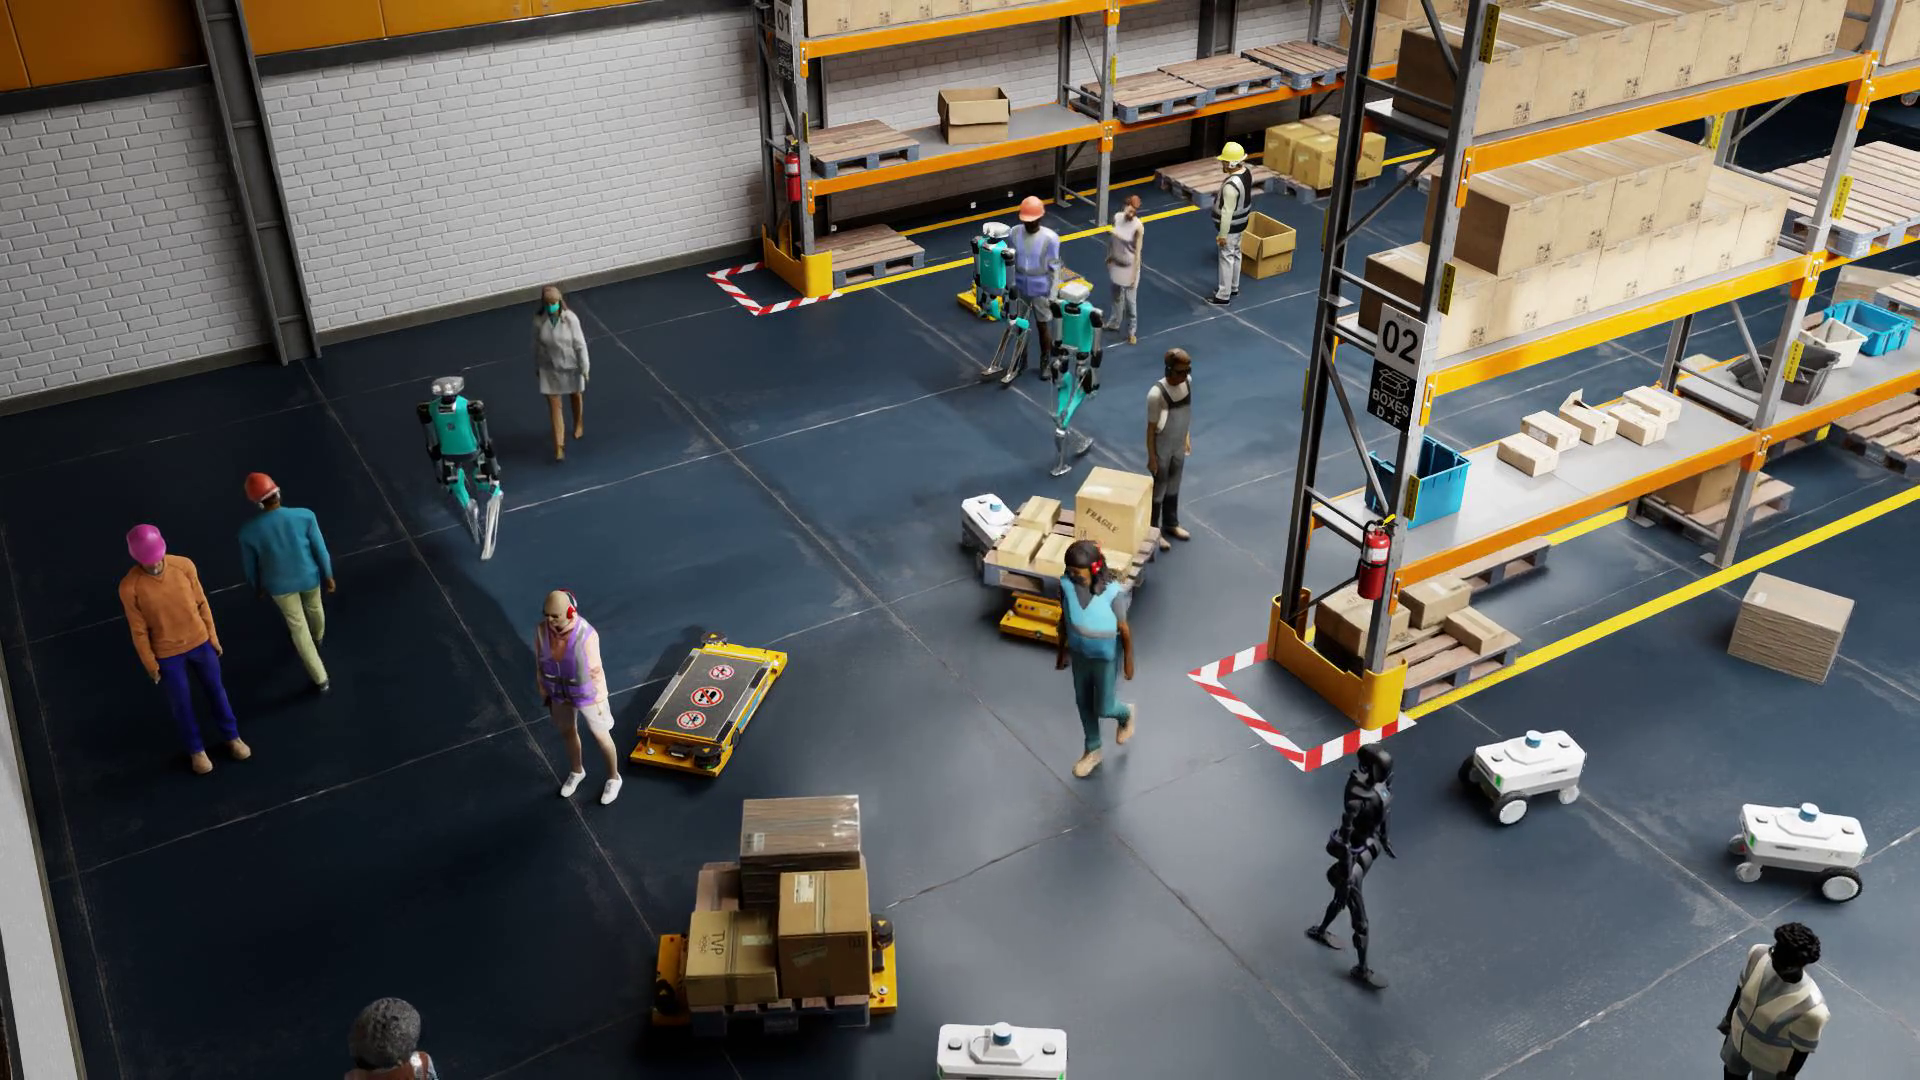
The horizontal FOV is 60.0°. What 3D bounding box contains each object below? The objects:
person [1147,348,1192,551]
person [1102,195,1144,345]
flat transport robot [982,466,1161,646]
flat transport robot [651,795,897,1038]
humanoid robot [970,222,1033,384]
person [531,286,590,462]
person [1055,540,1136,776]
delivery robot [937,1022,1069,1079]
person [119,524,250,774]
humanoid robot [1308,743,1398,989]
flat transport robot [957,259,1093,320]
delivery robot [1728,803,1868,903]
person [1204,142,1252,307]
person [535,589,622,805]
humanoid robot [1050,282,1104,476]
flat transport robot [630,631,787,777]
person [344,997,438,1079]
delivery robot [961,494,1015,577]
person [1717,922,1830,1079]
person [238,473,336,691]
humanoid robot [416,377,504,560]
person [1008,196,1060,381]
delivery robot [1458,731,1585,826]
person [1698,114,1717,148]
[{"bbox_3d":[1.740,-0.766,13.836,0.364,1.834,0.519,27,41,36],"label":"person"},{"bbox_3d":[1.658,-2.872,17.386,0.288,1.632,0.602,-26,40,-35],"label":"person"},{"bbox_3d":[0.875,0.362,13.507,0.659,0.231,1.431,12,34,18],"label":"flat transport robot"},{"bbox_3d":[-1.104,2.570,9.985,1.431,0.231,0.659,-2,32,-3],"label":"flat transport robot"},{"bbox_3d":[0.486,-2.385,16.379,0.533,1.677,0.735,27,41,36],"label":"humanoid robot"},{"bbox_3d":[-3.651,-1.548,15.275,0.519,1.609,0.865,-4,32,-6],"label":"person"},{"bbox_3d":[0.954,0.762,11.385,0.571,1.841,0.557,20,37,28],"label":"person"},{"bbox_3d":[0.262,2.915,9.183,0.797,0.613,0.499,2,32,3],"label":"delivery robot"},{"bbox_3d":[-5.320,0.723,11.333,0.520,1.973,0.401,-26,40,-35],"label":"person"},{"bbox_3d":[2.410,1.871,9.792,0.658,1.639,0.588,23,39,32],"label":"humanoid robot"},{"bbox_3d":[0.730,-2.801,18.551,1.431,0.231,0.659,-21,38,-29],"label":"flat transport robot"},{"bbox_3d":[5.421,1.962,10.697,0.786,0.608,0.499,6,33,10],"label":"delivery robot"},{"bbox_3d":[2.935,-3.439,18.110,0.403,1.825,0.589,15,35,22],"label":"person"},{"bbox_3d":[-2.567,1.035,11.100,0.486,1.685,0.355,8,33,13],"label":"person"},{"bbox_3d":[0.940,-1.412,14.958,0.558,1.754,0.932,23,39,32],"label":"humanoid robot"},{"bbox_3d":[-1.822,1.184,12.196,0.659,0.231,1.431,8,33,13],"label":"flat transport robot"},{"bbox_3d":[-2.728,2.917,8.118,0.446,1.648,0.576,-26,40,-35],"label":"person"},{"bbox_3d":[0.304,-0.061,13.910,0.499,0.592,0.774,-14,35,-21],"label":"delivery robot"},{"bbox_3d":[4.135,2.613,8.575,0.320,1.692,0.533,-9,33,-14],"label":"person"},{"bbox_3d":[-4.976,0.248,12.334,0.581,1.690,0.919,-17,36,-25],"label":"person"},{"bbox_3d":[-4.020,-0.586,13.742,0.551,1.900,0.769,-1,32,-1],"label":"humanoid robot"},{"bbox_3d":[0.710,-2.493,16.502,0.546,1.930,0.395,14,35,21],"label":"person"},{"bbox_3d":[3.840,1.566,11.320,0.791,0.598,0.499,-9,33,-14],"label":"delivery robot"},{"bbox_3d":[9.389,-4.966,20.560,0.924,1.806,0.579,14,35,20],"label":"person"}]
